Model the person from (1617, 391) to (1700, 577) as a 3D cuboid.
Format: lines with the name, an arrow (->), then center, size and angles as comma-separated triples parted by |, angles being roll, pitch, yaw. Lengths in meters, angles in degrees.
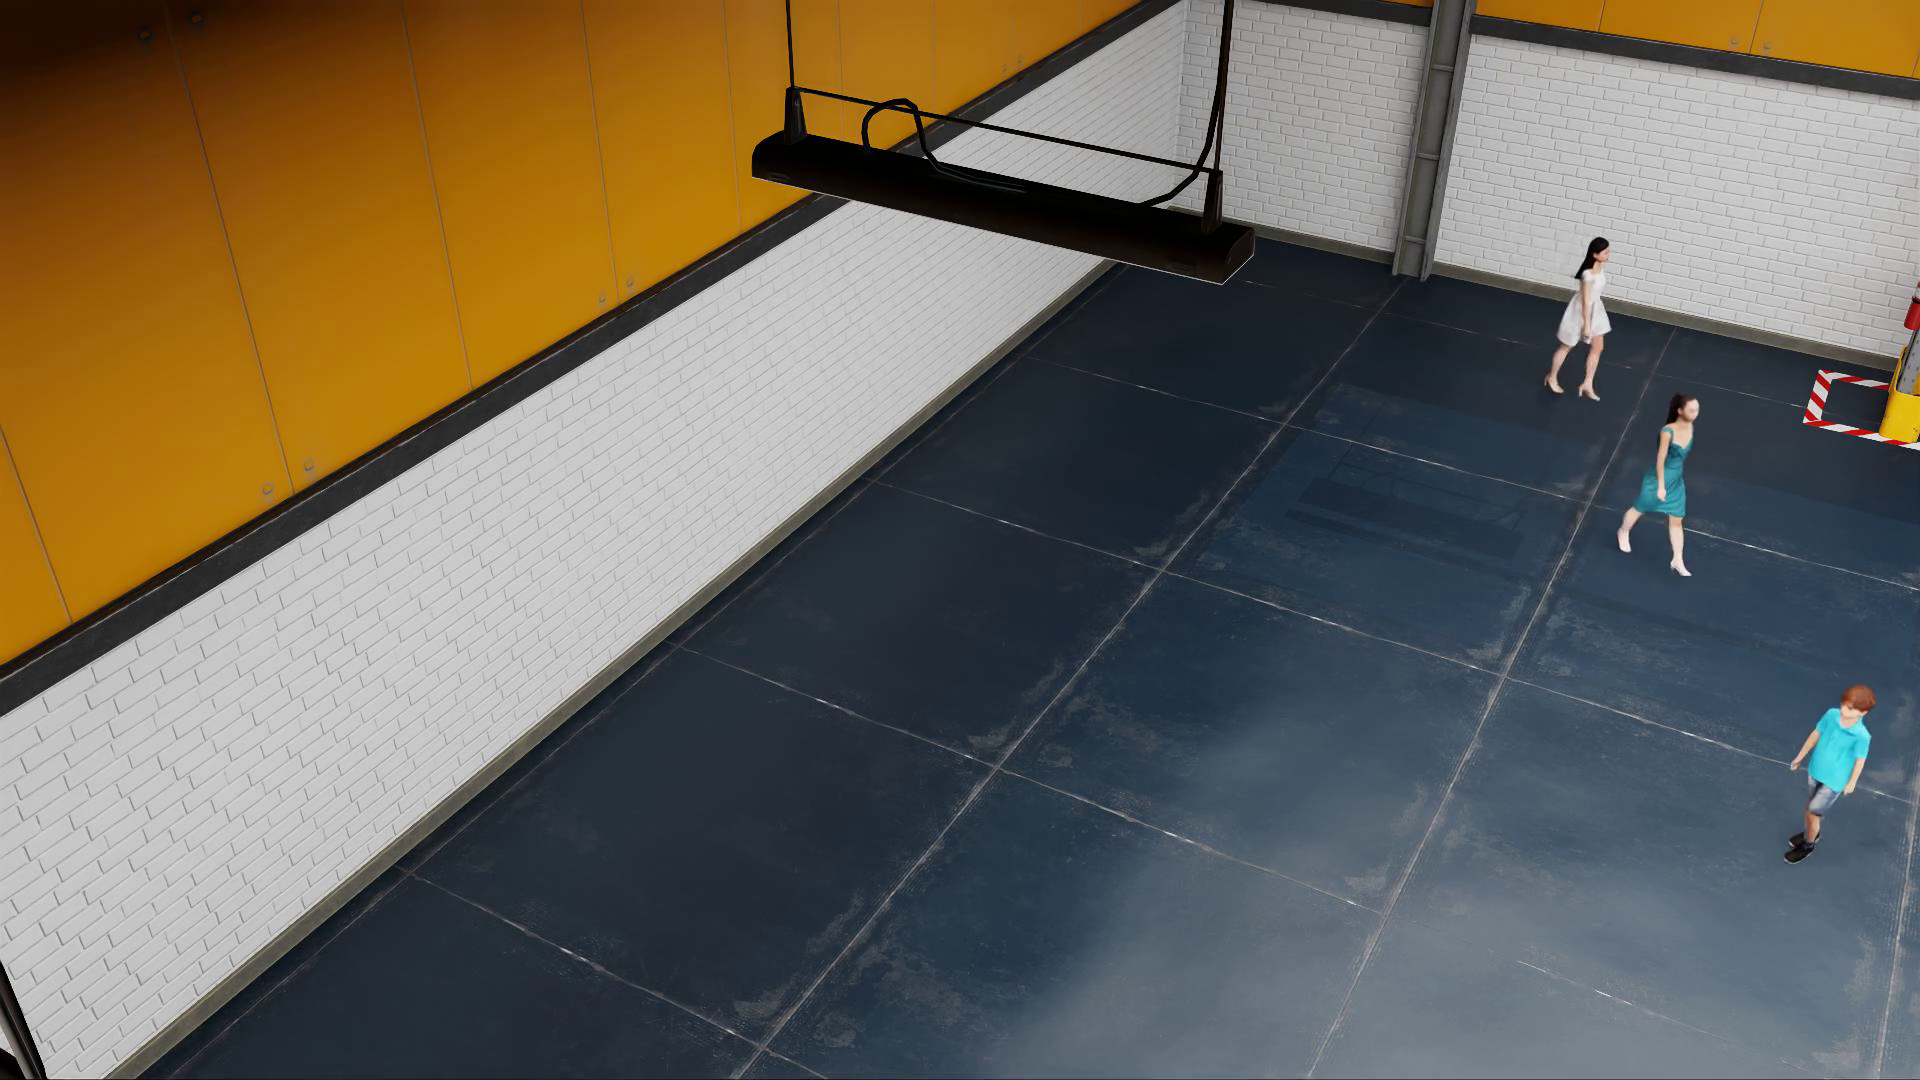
person -> 5.979, -0.521, 14.319 | 0.951, 1.642, 1.087 | -13, 36, -19

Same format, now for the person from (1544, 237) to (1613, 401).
person -> 6.188, -2.240, 16.807 | 0.841, 1.751, 0.658 | 22, 40, 30

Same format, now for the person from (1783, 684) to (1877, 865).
person -> 6.002, 1.559, 11.376 | 0.744, 1.436, 0.684 | -8, 34, -12
